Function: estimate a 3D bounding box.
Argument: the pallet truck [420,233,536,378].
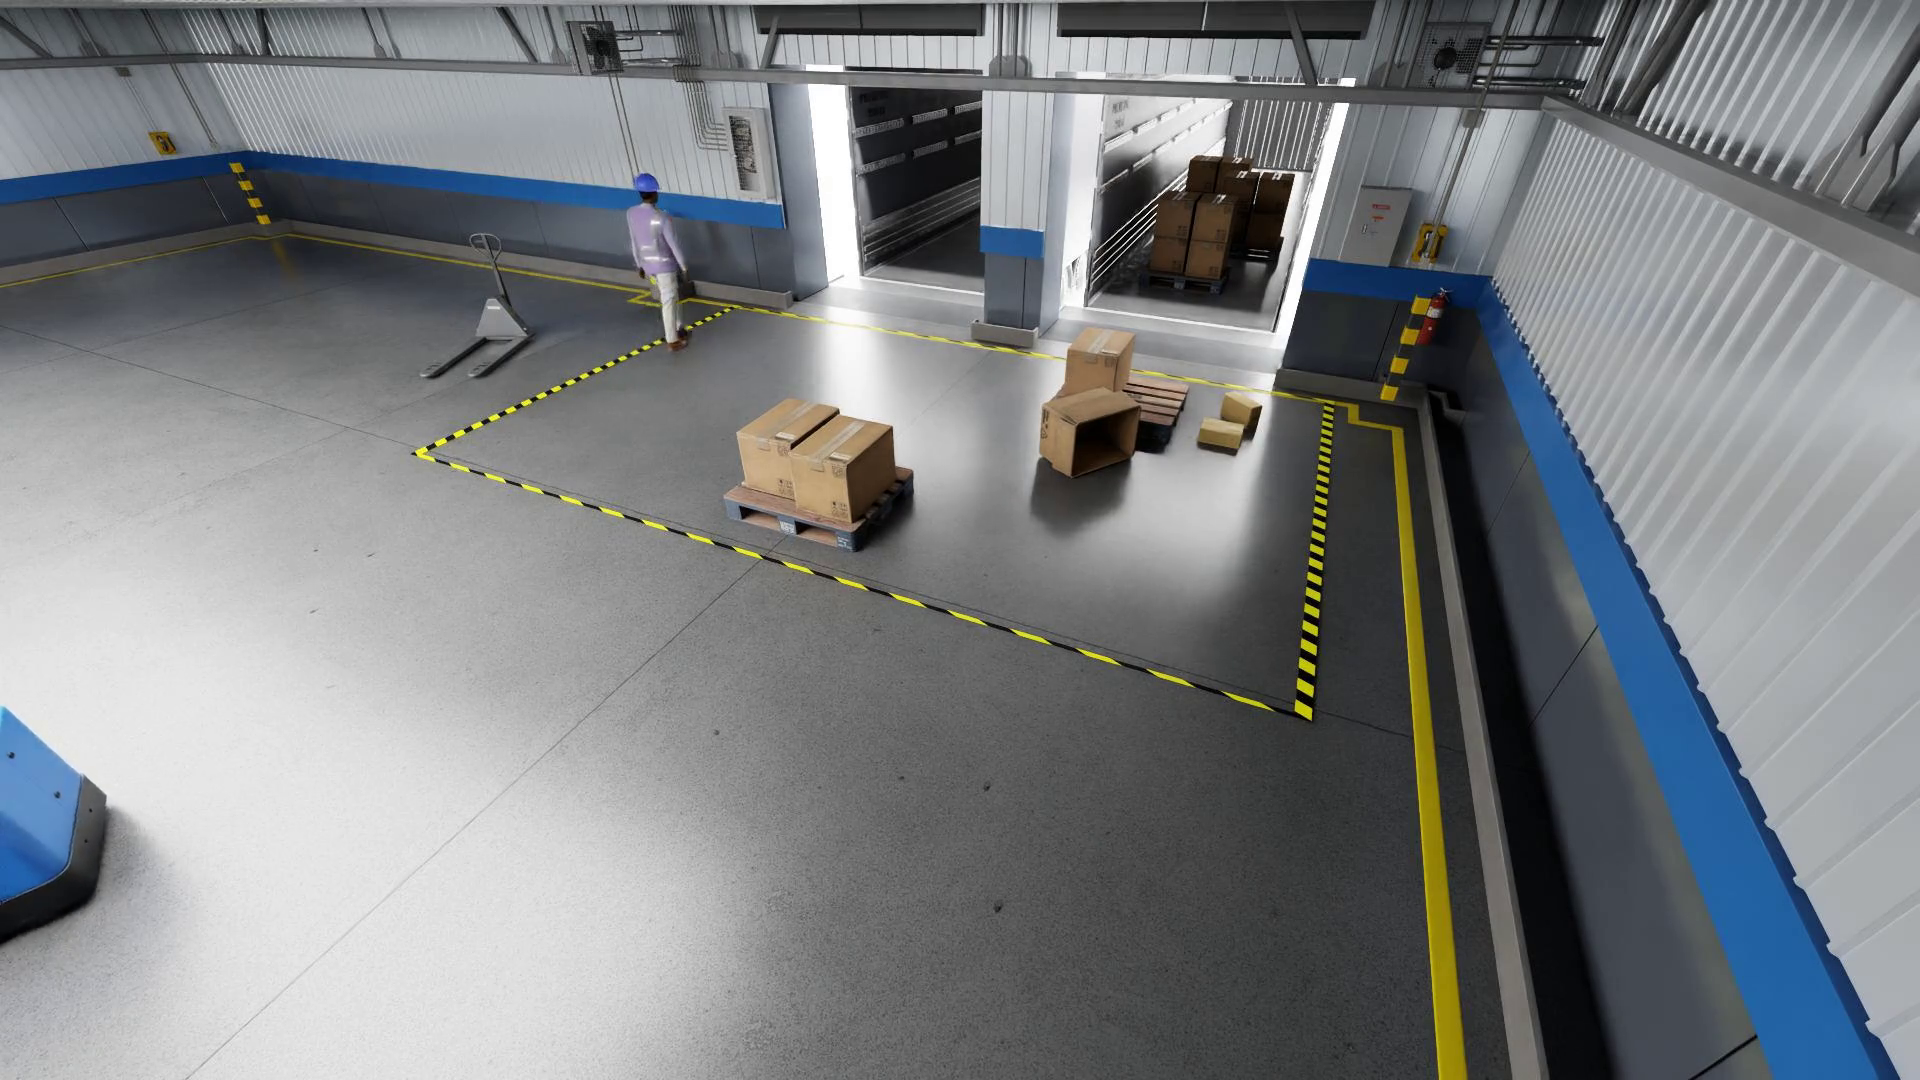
[{"bbox_3d":[-5.664,-2.712,8.427,0.680,1.201,1.601,0,35,-1],"label":"pallet truck"}]

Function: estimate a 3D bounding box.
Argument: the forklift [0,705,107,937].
[{"bbox_3d":[-4.500,0.835,2.759,0.776,2.013,0.716,-26,43,-32],"label":"forklift"}]

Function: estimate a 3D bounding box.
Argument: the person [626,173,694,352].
[{"bbox_3d":[-3.401,-3.186,8.492,0.647,1.929,0.551,17,39,22],"label":"person"}]
